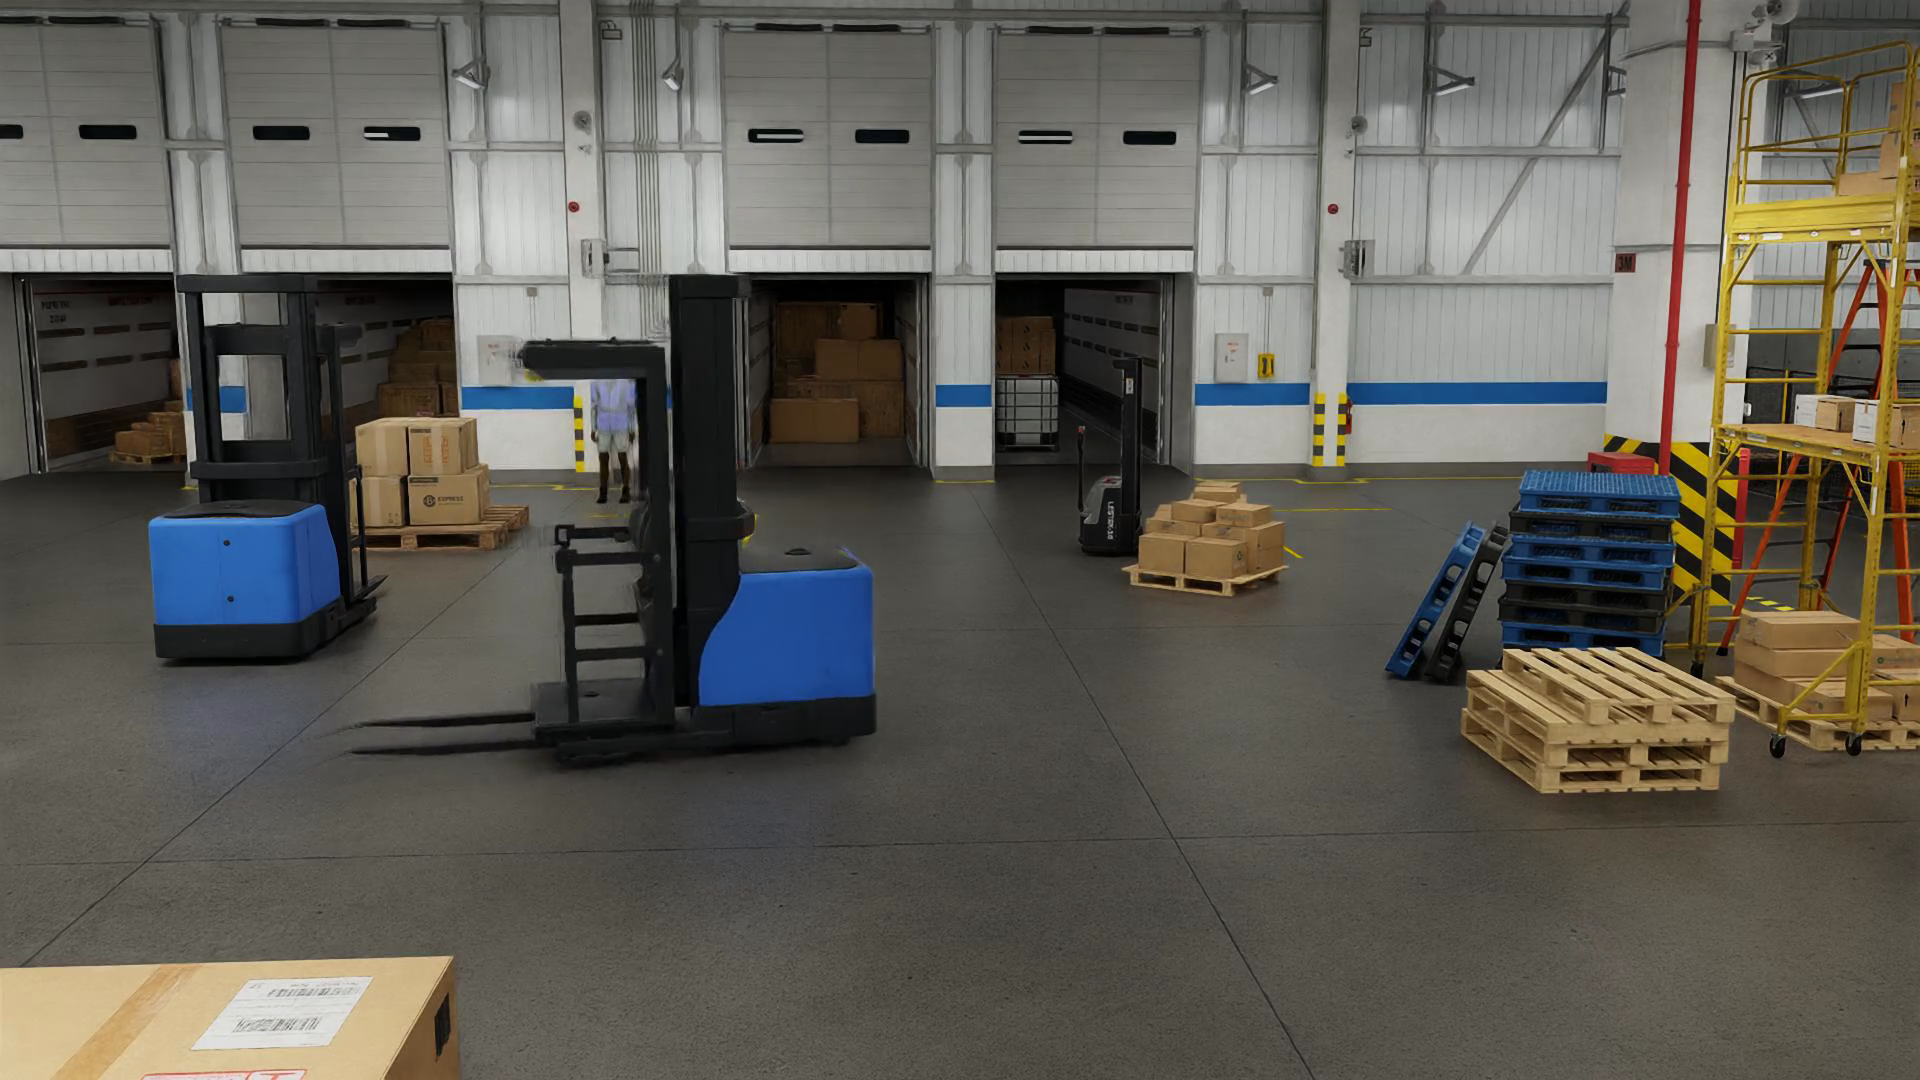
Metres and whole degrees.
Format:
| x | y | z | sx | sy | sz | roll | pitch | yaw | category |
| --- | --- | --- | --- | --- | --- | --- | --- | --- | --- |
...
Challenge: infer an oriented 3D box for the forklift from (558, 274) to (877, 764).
| x | y | z | sx | sy | sz | roll | pitch | yaw | category |
| --- | --- | --- | --- | --- | --- | --- | --- | --- | --- |
| -1.514 | -0.203 | 10.020 | 1.873 | 2.768 | 1.129 | -2 | 9 | -14 | forklift |

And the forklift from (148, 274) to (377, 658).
| x | y | z | sx | sy | sz | roll | pitch | yaw | category |
| --- | --- | --- | --- | --- | --- | --- | --- | --- | --- |
| -5.348 | -0.627 | 12.681 | 1.129 | 2.768 | 1.873 | -1 | 9 | -4 | forklift |

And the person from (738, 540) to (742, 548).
| x | y | z | sx | sy | sz | roll | pitch | yaw | category |
| --- | --- | --- | --- | --- | --- | --- | --- | --- | --- |
| -1.607 | 0.273 | 10.940 | 0.394 | 1.619 | 0.617 | 3 | 9 | 15 | person |

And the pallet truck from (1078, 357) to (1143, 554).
| x | y | z | sx | sy | sz | roll | pitch | yaw | category |
| --- | --- | --- | --- | --- | --- | --- | --- | --- | --- |
| 2.088 | -0.836 | 16.757 | 1.885 | 1.965 | 0.823 | 2 | 9 | 13 | pallet truck |

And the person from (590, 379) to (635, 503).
| x | y | z | sx | sy | sz | roll | pitch | yaw | category |
| --- | --- | --- | --- | --- | --- | --- | --- | --- | --- |
| -4.289 | -1.400 | 20.535 | 0.549 | 1.929 | 0.387 | 0 | 9 | 2 | person |
